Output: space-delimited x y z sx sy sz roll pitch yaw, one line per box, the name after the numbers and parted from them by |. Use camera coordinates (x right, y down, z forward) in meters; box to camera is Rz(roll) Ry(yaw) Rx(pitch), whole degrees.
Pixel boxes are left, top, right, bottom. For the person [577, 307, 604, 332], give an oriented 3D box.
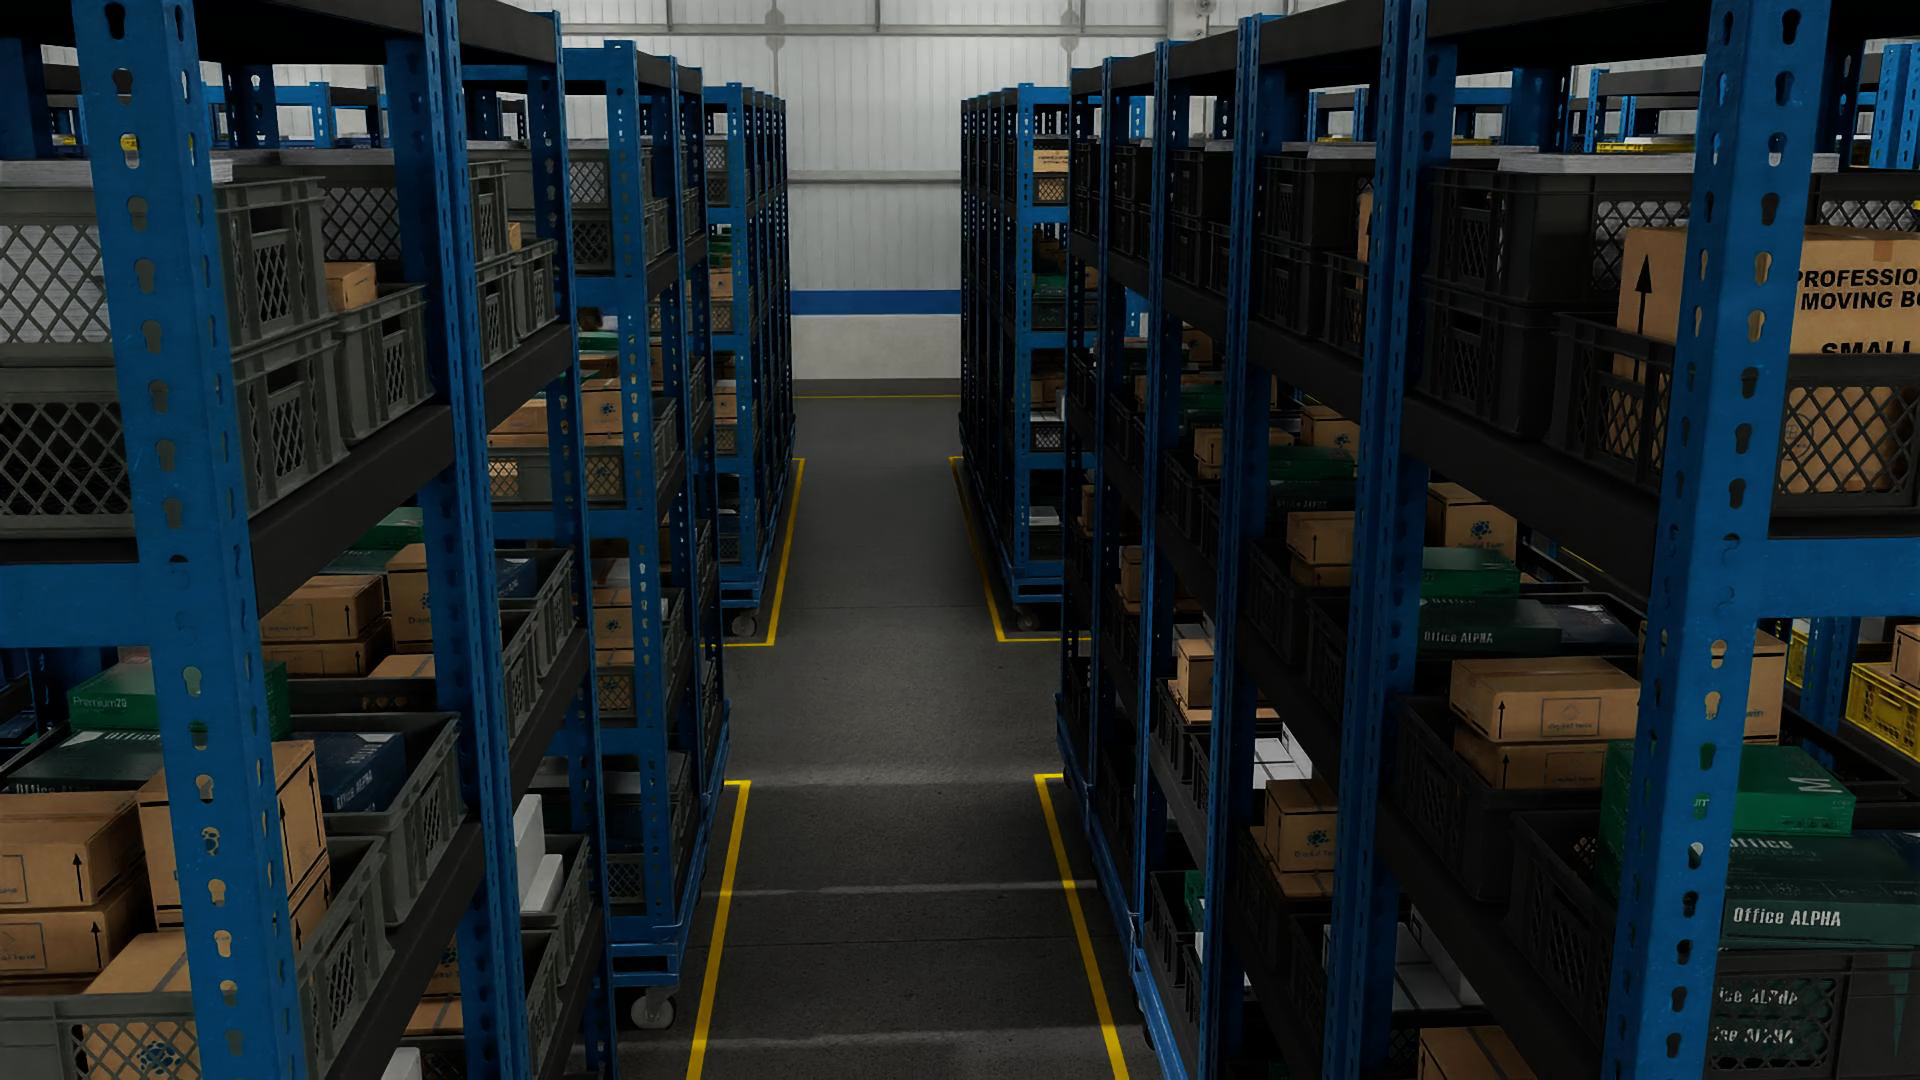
-3.321 -1.241 15.077 0.588 1.801 0.969 -2 14 -6 | person
